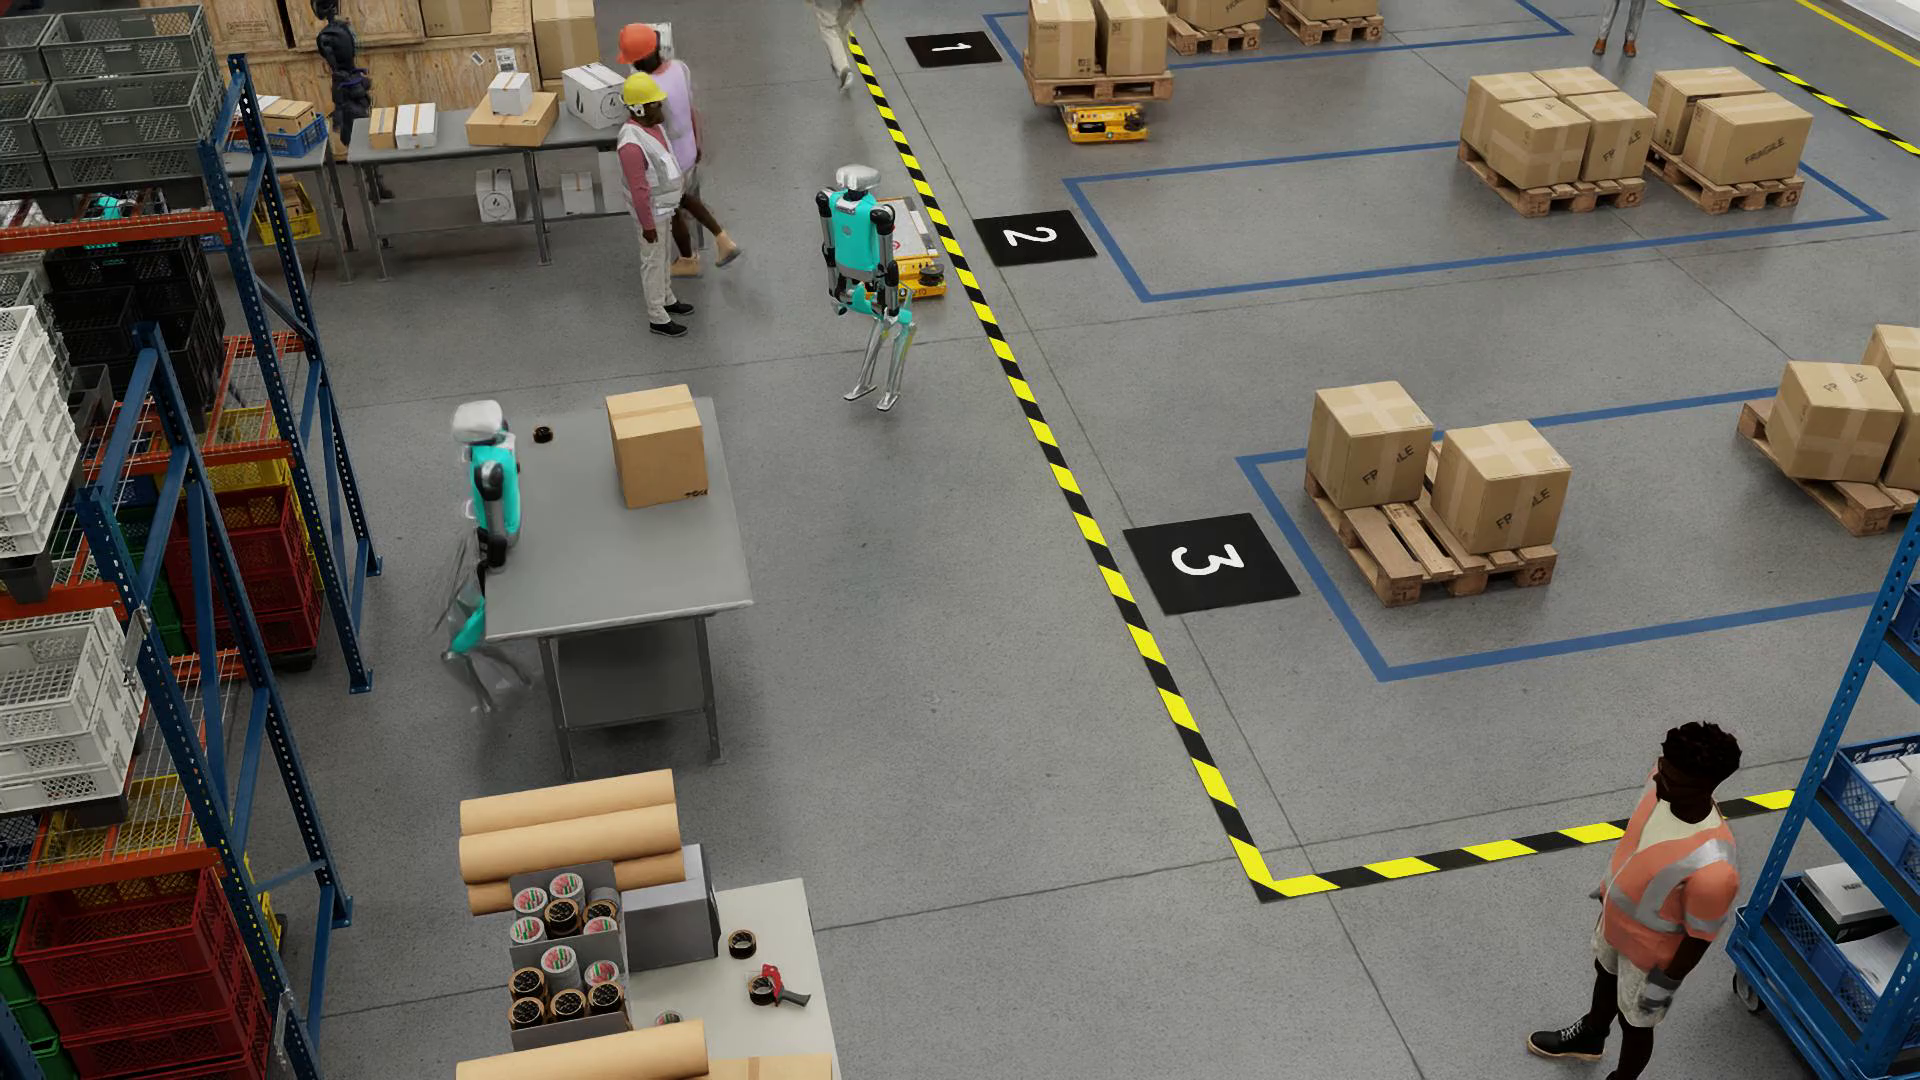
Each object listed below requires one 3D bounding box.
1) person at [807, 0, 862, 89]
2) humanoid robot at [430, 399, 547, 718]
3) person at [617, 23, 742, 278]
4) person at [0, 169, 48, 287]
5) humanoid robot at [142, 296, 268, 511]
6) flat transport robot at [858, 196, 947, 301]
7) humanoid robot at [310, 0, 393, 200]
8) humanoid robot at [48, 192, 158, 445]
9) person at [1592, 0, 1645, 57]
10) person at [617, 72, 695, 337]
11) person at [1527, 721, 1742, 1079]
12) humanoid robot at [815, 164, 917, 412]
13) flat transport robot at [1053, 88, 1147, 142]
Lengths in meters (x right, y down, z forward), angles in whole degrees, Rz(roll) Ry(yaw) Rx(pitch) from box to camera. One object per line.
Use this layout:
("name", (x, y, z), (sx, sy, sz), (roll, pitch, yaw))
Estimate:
("person", (-1.092, -4.951, 14.968), (0.561, 1.744, 0.771), (-17, 40, -21))
("humanoid robot", (-2.405, 0.152, 8.139), (0.695, 1.814, 0.550), (-6, 37, -8))
("person", (-2.004, -2.685, 11.724), (0.586, 1.988, 0.664), (13, 39, 17))
("person", (-5.724, -1.590, 10.362), (0.432, 1.854, 0.670), (-15, 39, -20))
("humanoid robot", (-4.446, -0.831, 9.499), (0.610, 1.645, 0.436), (-16, 39, -20))
("flat transport robot", (-0.570, -2.220, 12.538), (0.659, 0.231, 1.431), (-8, 37, -10))
("humanoid robot", (-4.790, -3.465, 13.034), (0.406, 1.648, 0.609), (-2, 37, -3))
("humanoid robot", (-5.081, -1.314, 10.005), (0.530, 1.693, 0.733), (-5, 37, -6))
("person", (6.358, -5.474, 15.558), (0.588, 1.883, 0.383), (9, 38, 12))
("person", (-2.066, -2.276, 11.299), (0.404, 1.837, 0.589), (2, 37, 2))
("person", (2.544, 1.436, 6.203), (0.363, 1.965, 0.610), (-1, 37, -2))
("humanoid robot", (-0.495, -1.628, 10.398), (0.533, 1.677, 0.735), (21, 41, 26))
("flat transport robot", (1.210, -3.928, 14.810), (0.652, 0.197, 1.431), (-4, 37, -5))
